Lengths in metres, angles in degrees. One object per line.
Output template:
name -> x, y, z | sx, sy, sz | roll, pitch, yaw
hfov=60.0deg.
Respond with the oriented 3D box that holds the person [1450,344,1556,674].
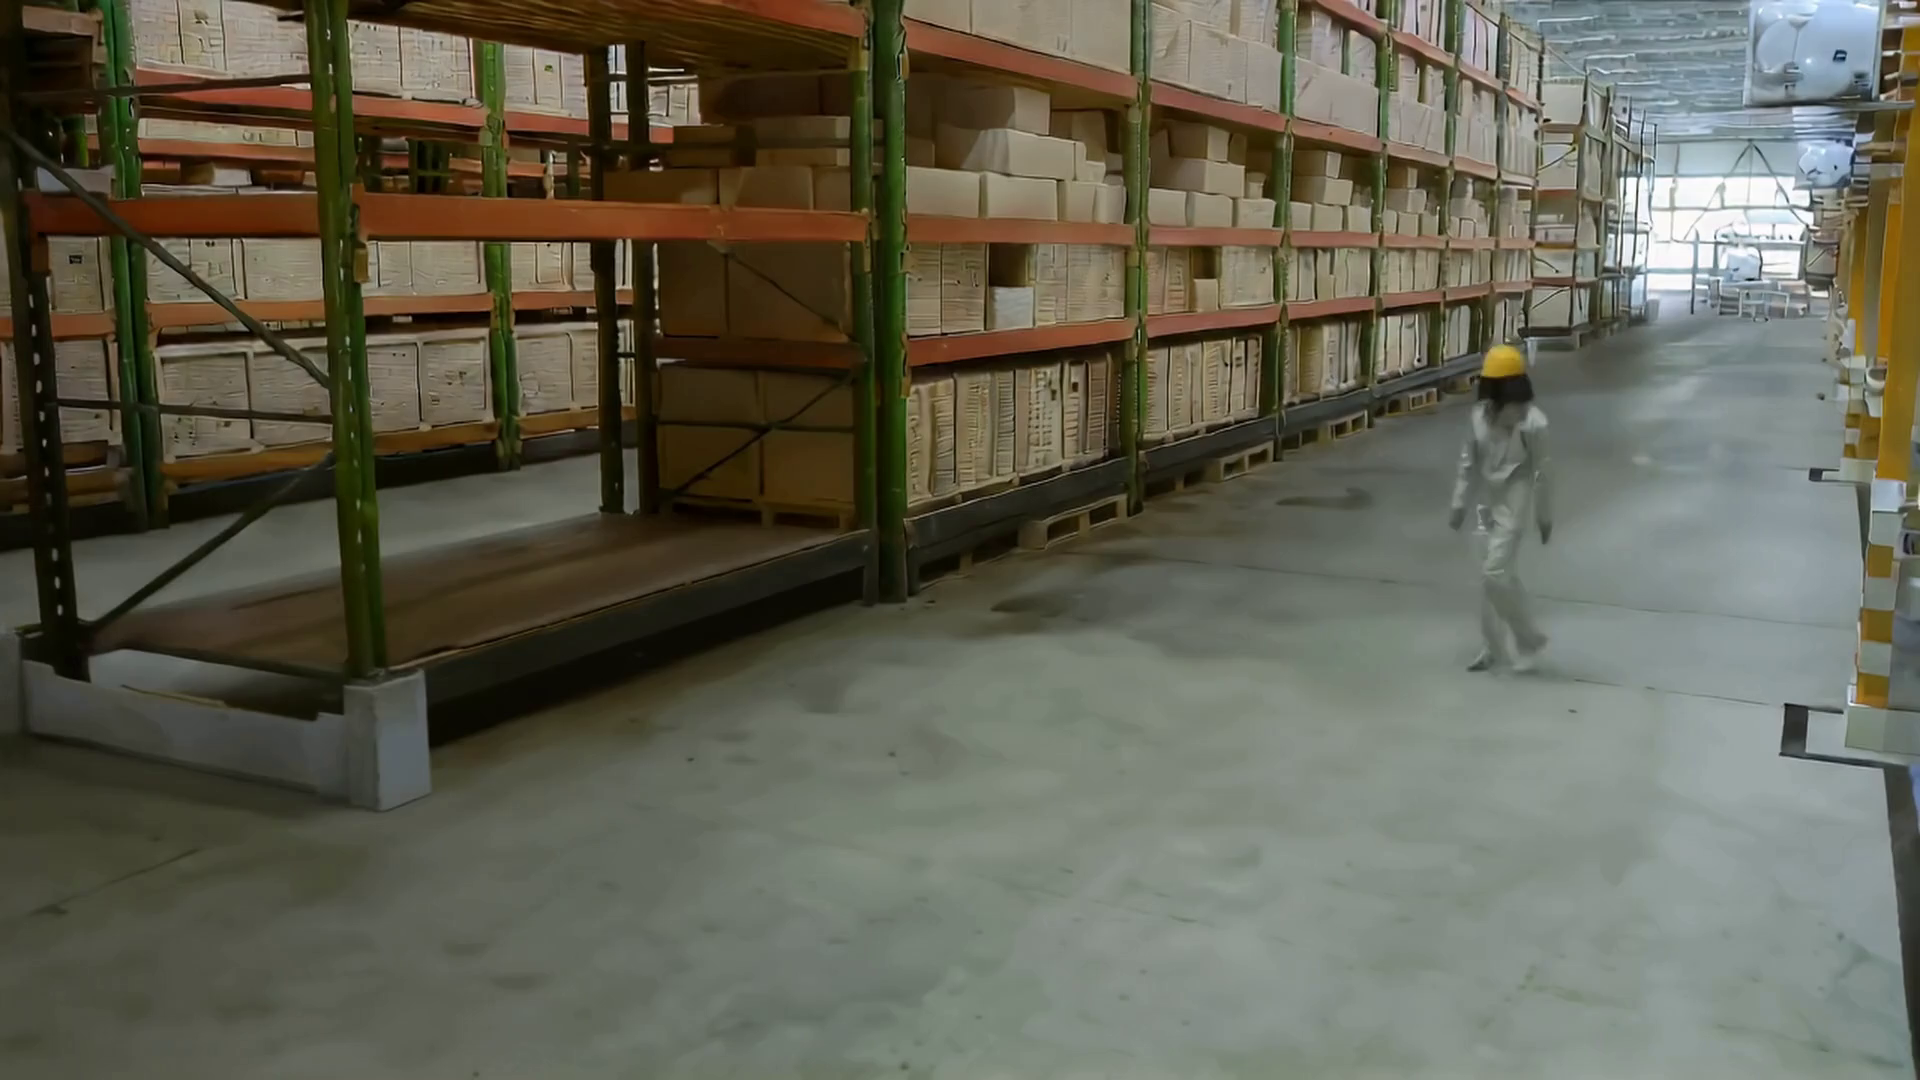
person -> 2.760, -0.136, 8.481 | 0.392, 1.725, 0.519 | -5, 11, -26
